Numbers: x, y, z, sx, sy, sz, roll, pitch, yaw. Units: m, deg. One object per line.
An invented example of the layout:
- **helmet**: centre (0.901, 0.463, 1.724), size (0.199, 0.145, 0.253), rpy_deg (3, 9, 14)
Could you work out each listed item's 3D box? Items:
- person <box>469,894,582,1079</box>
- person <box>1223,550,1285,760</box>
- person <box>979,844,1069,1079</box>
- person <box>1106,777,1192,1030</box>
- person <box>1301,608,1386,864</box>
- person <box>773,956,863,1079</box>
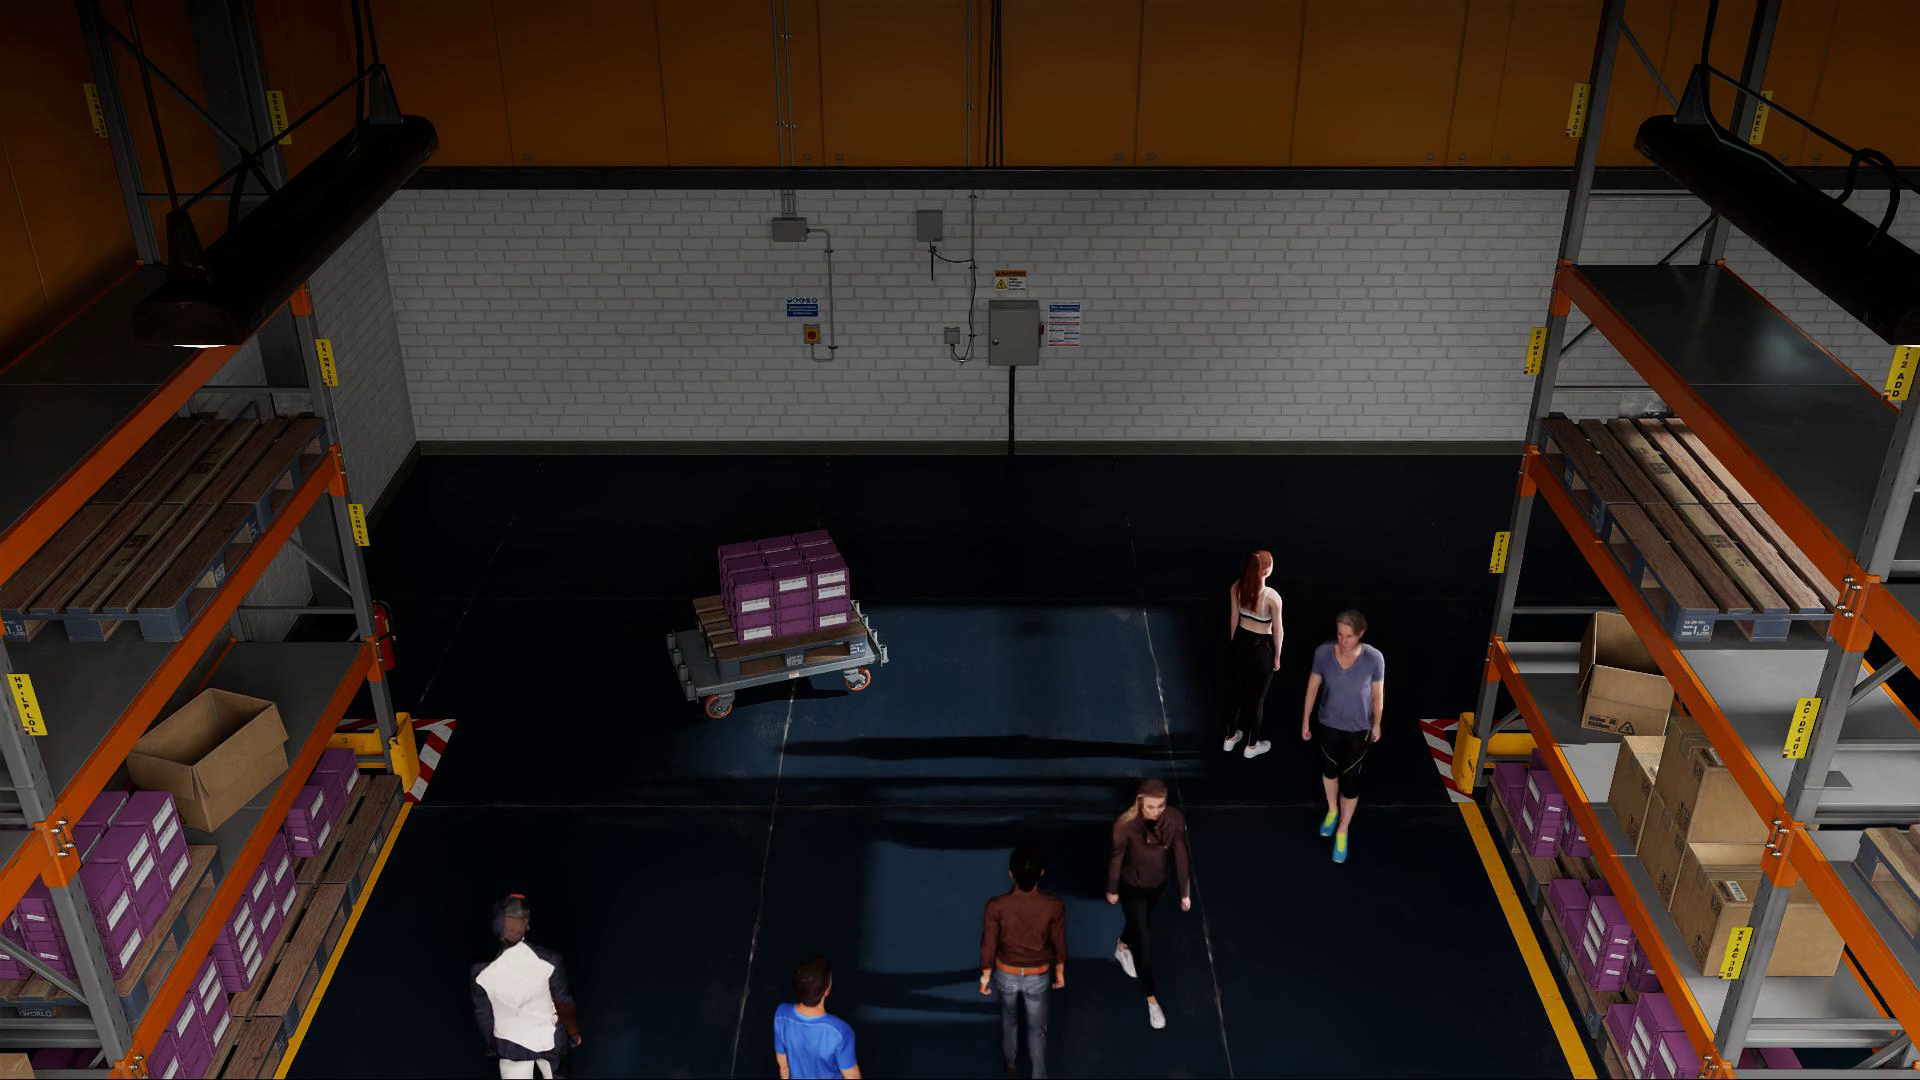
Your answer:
- **person**: centre (-2.310, 2.682, 8.951), size (0.716, 1.893, 0.645), rpy_deg (-5, 29, -9)
- **person**: centre (2.186, 0.849, 12.468), size (0.669, 1.742, 0.709), rpy_deg (21, 35, 33)
- **person**: centre (0.365, 2.523, 9.381), size (0.661, 1.759, 1.014), rpy_deg (-1, 29, -1)
- **person**: centre (1.109, 2.093, 10.276), size (0.852, 1.658, 1.124), rpy_deg (-10, 30, -17)
- **person**: centre (2.693, 1.256, 11.594), size (0.866, 1.863, 0.954), rpy_deg (12, 31, 22)
- **person**: centre (-0.730, 2.910, 8.557), size (0.690, 1.869, 0.684), rpy_deg (11, 30, 19)
